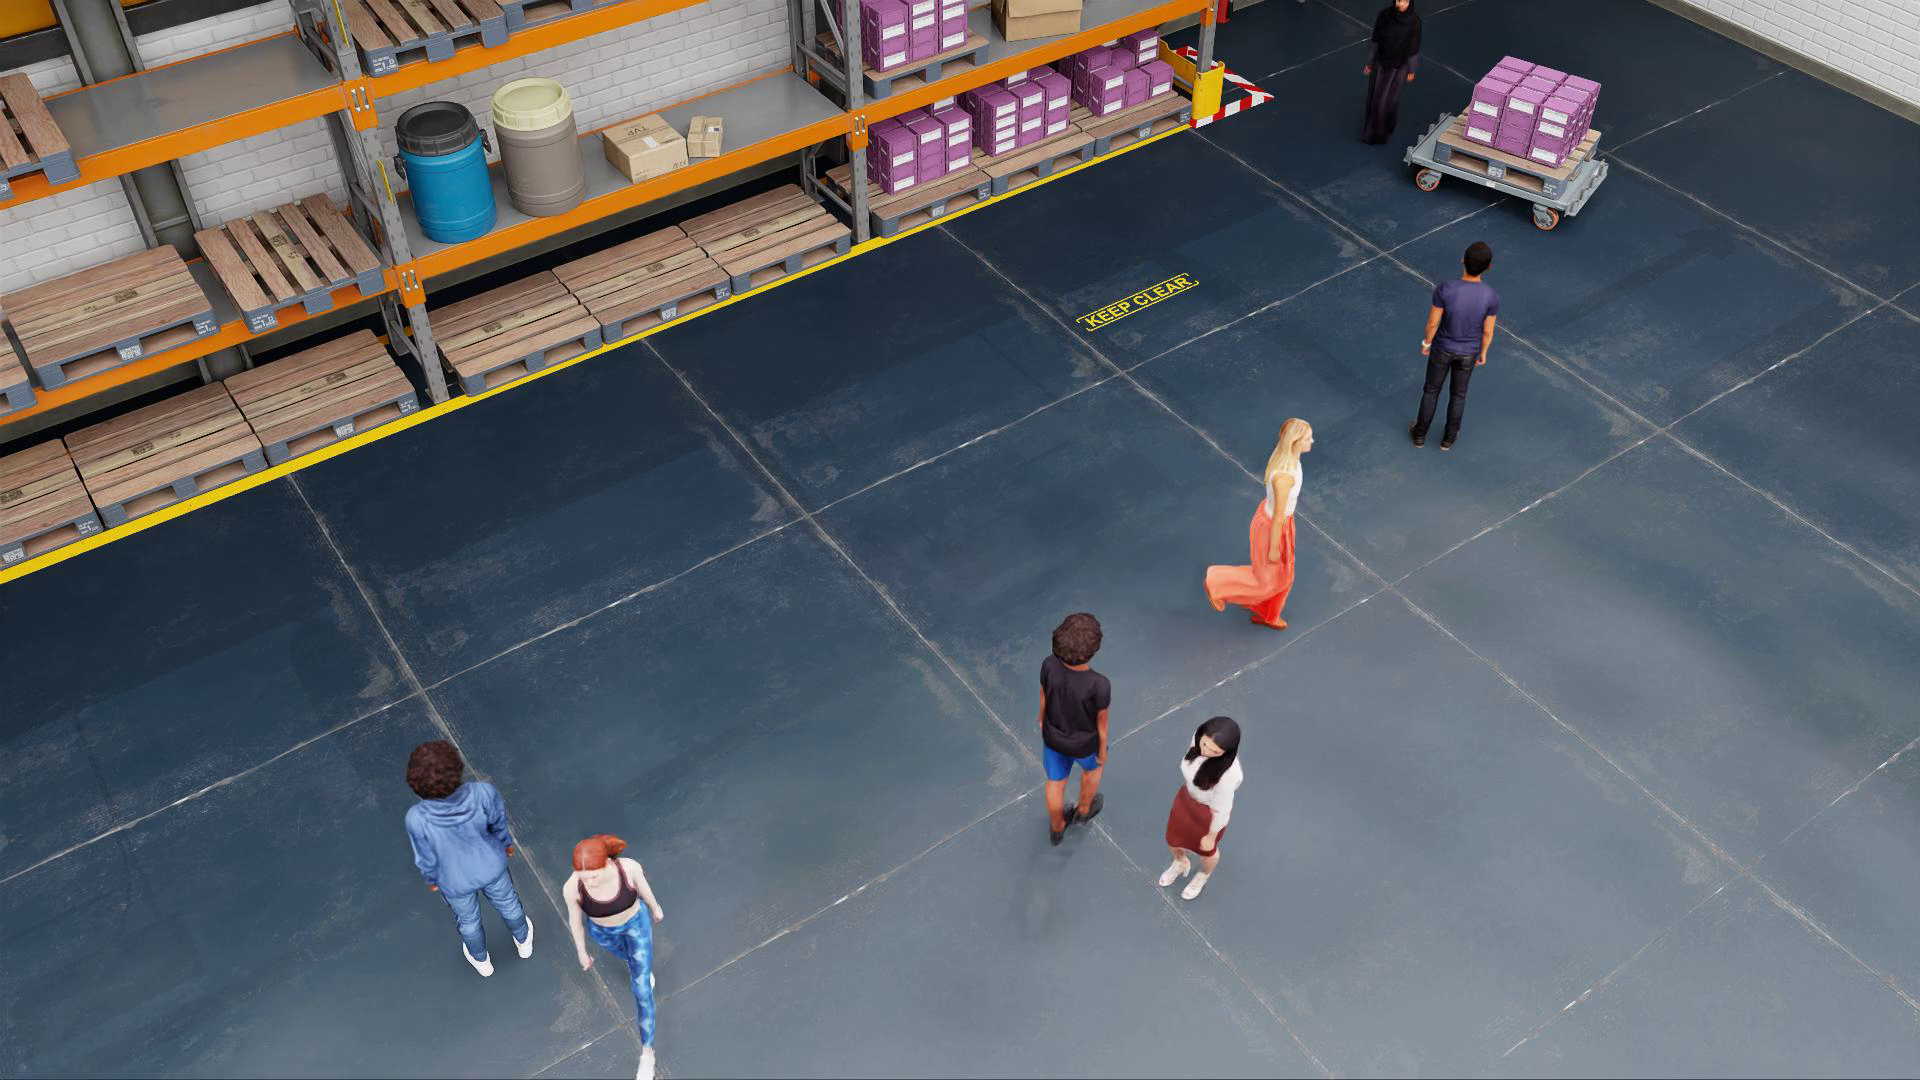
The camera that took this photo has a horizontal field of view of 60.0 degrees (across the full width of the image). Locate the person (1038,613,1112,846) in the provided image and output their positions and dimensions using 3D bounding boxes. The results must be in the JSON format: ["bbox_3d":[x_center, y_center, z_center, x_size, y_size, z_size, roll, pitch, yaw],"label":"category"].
[{"bbox_3d":[0.615,1.173,9.617,0.775,1.782,0.821,18,46,18],"label":"person"}]

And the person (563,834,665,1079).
[{"bbox_3d":[-1.790,2.005,8.788,1.206,1.721,0.964,-14,45,-14],"label":"person"}]

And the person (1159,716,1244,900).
[{"bbox_3d":[1.374,1.499,9.313,0.606,1.730,0.662,-9,44,-9],"label":"person"}]

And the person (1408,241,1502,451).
[{"bbox_3d":[3.670,-1.419,12.330,0.706,1.793,0.755,8,44,9],"label":"person"}]

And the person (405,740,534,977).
[{"bbox_3d":[-2.664,1.737,9.008,0.518,1.807,0.755,-21,48,-21],"label":"person"}]

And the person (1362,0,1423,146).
[{"bbox_3d":[4.124,-4.515,15.716,0.737,1.606,0.826,31,52,29],"label":"person"}]

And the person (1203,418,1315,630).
[{"bbox_3d":[1.971,-0.089,10.939,0.926,1.787,0.909,16,46,16],"label":"person"}]
